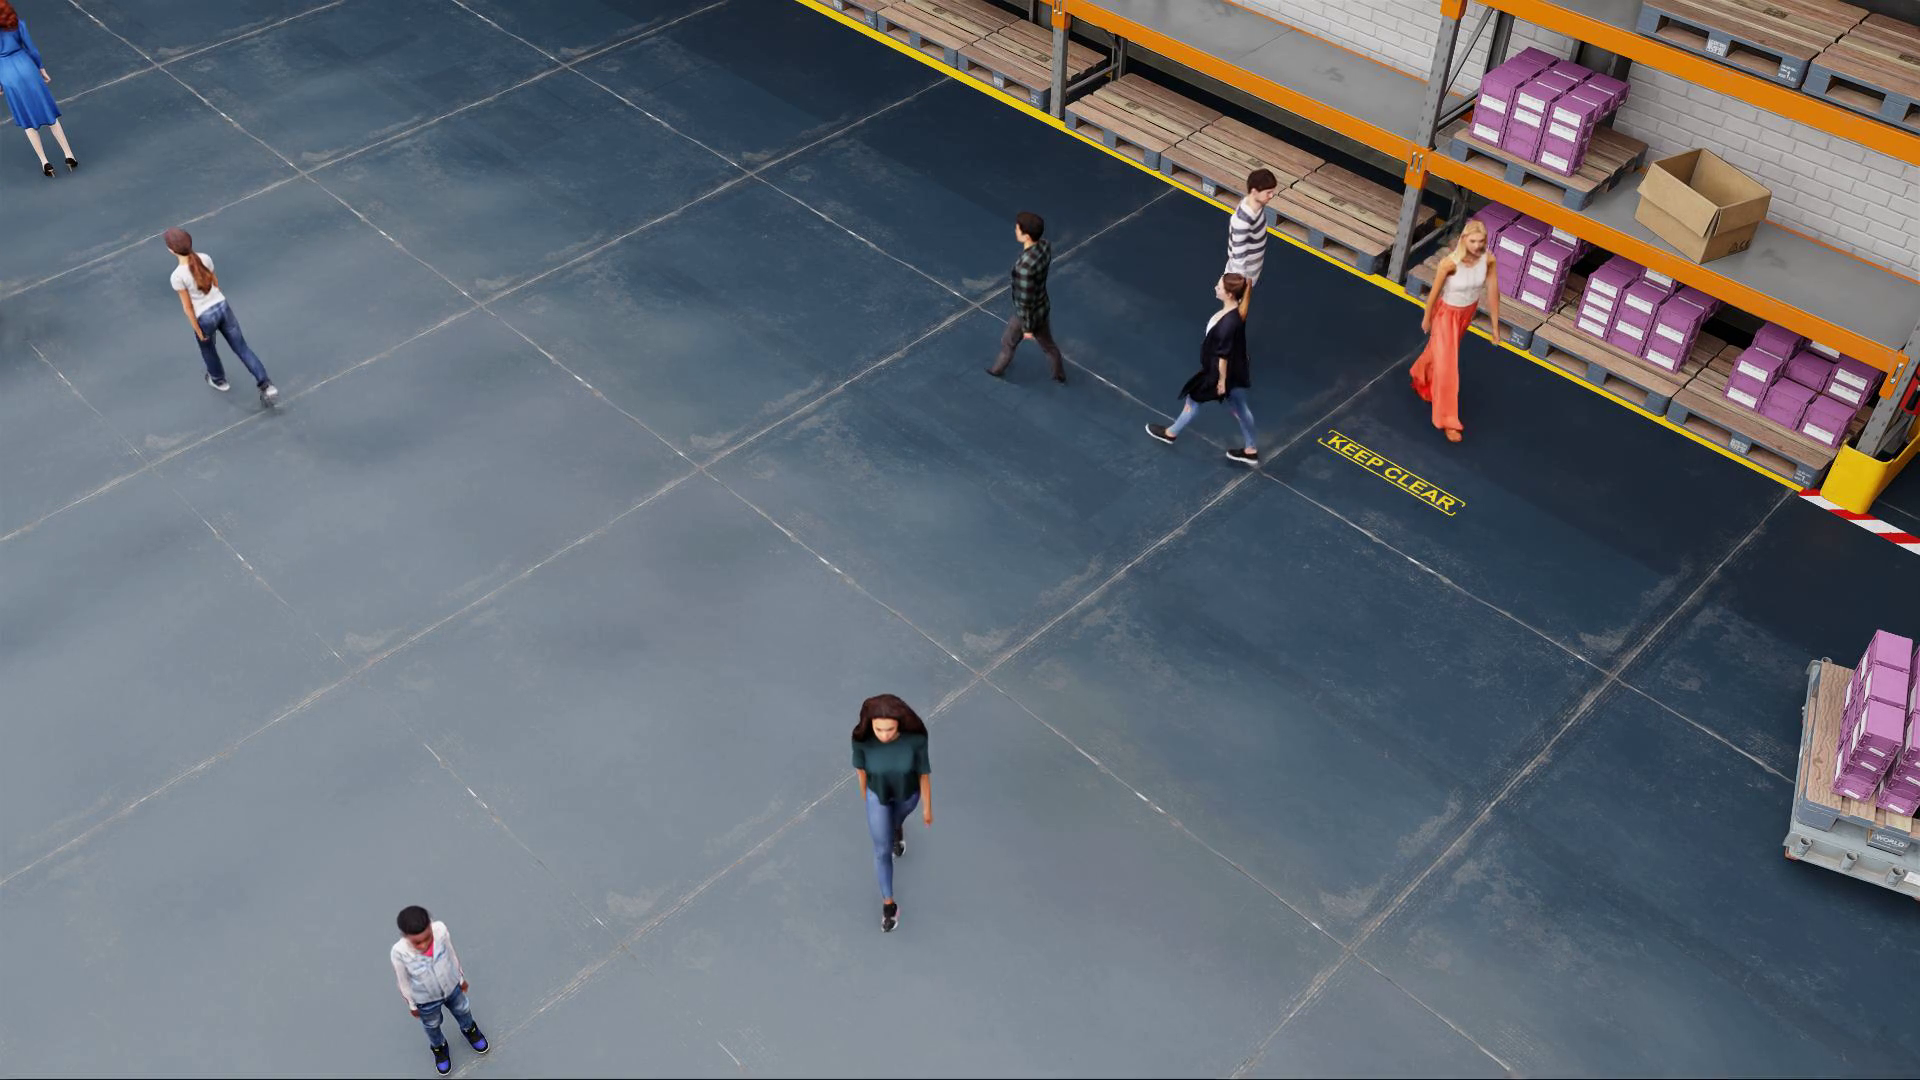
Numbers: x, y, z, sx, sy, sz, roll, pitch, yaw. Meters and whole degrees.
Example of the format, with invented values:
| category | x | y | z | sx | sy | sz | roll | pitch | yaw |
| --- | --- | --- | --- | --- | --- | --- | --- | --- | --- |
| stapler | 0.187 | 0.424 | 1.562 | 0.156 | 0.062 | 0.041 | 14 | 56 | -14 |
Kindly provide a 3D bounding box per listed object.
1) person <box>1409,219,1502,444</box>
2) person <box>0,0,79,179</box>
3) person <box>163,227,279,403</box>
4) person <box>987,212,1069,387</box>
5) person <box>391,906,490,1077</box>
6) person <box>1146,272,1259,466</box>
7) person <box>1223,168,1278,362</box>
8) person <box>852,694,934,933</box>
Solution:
| category | x | y | z | sx | sy | sz | roll | pitch | yaw |
| --- | --- | --- | --- | --- | --- | --- | --- | --- | --- |
| person | 3.698 | -1.724 | 12.649 | 1.003 | 1.762 | 1.244 | -13 | 45 | -14 |
| person | -8.559 | -4.166 | 15.166 | 0.654 | 1.827 | 0.620 | -26 | 49 | -25 |
| person | -5.708 | -1.709 | 12.798 | 1.065 | 1.535 | 0.618 | 28 | 50 | 26 |
| person | 0.616 | -1.798 | 13.035 | 1.146 | 1.679 | 0.868 | 21 | 48 | 21 |
| person | -2.768 | 2.327 | 8.760 | 0.509 | 1.261 | 0.531 | -26 | 49 | -25 |
| person | 2.017 | -1.209 | 12.203 | 1.204 | 1.631 | 0.921 | 16 | 46 | 16 |
| person | 2.185 | -2.071 | 12.953 | 0.695 | 1.846 | 0.722 | 13 | 45 | 13 |
| person | -0.375 | 1.381 | 9.526 | 1.022 | 1.574 | 1.127 | -3 | 44 | -3 |
